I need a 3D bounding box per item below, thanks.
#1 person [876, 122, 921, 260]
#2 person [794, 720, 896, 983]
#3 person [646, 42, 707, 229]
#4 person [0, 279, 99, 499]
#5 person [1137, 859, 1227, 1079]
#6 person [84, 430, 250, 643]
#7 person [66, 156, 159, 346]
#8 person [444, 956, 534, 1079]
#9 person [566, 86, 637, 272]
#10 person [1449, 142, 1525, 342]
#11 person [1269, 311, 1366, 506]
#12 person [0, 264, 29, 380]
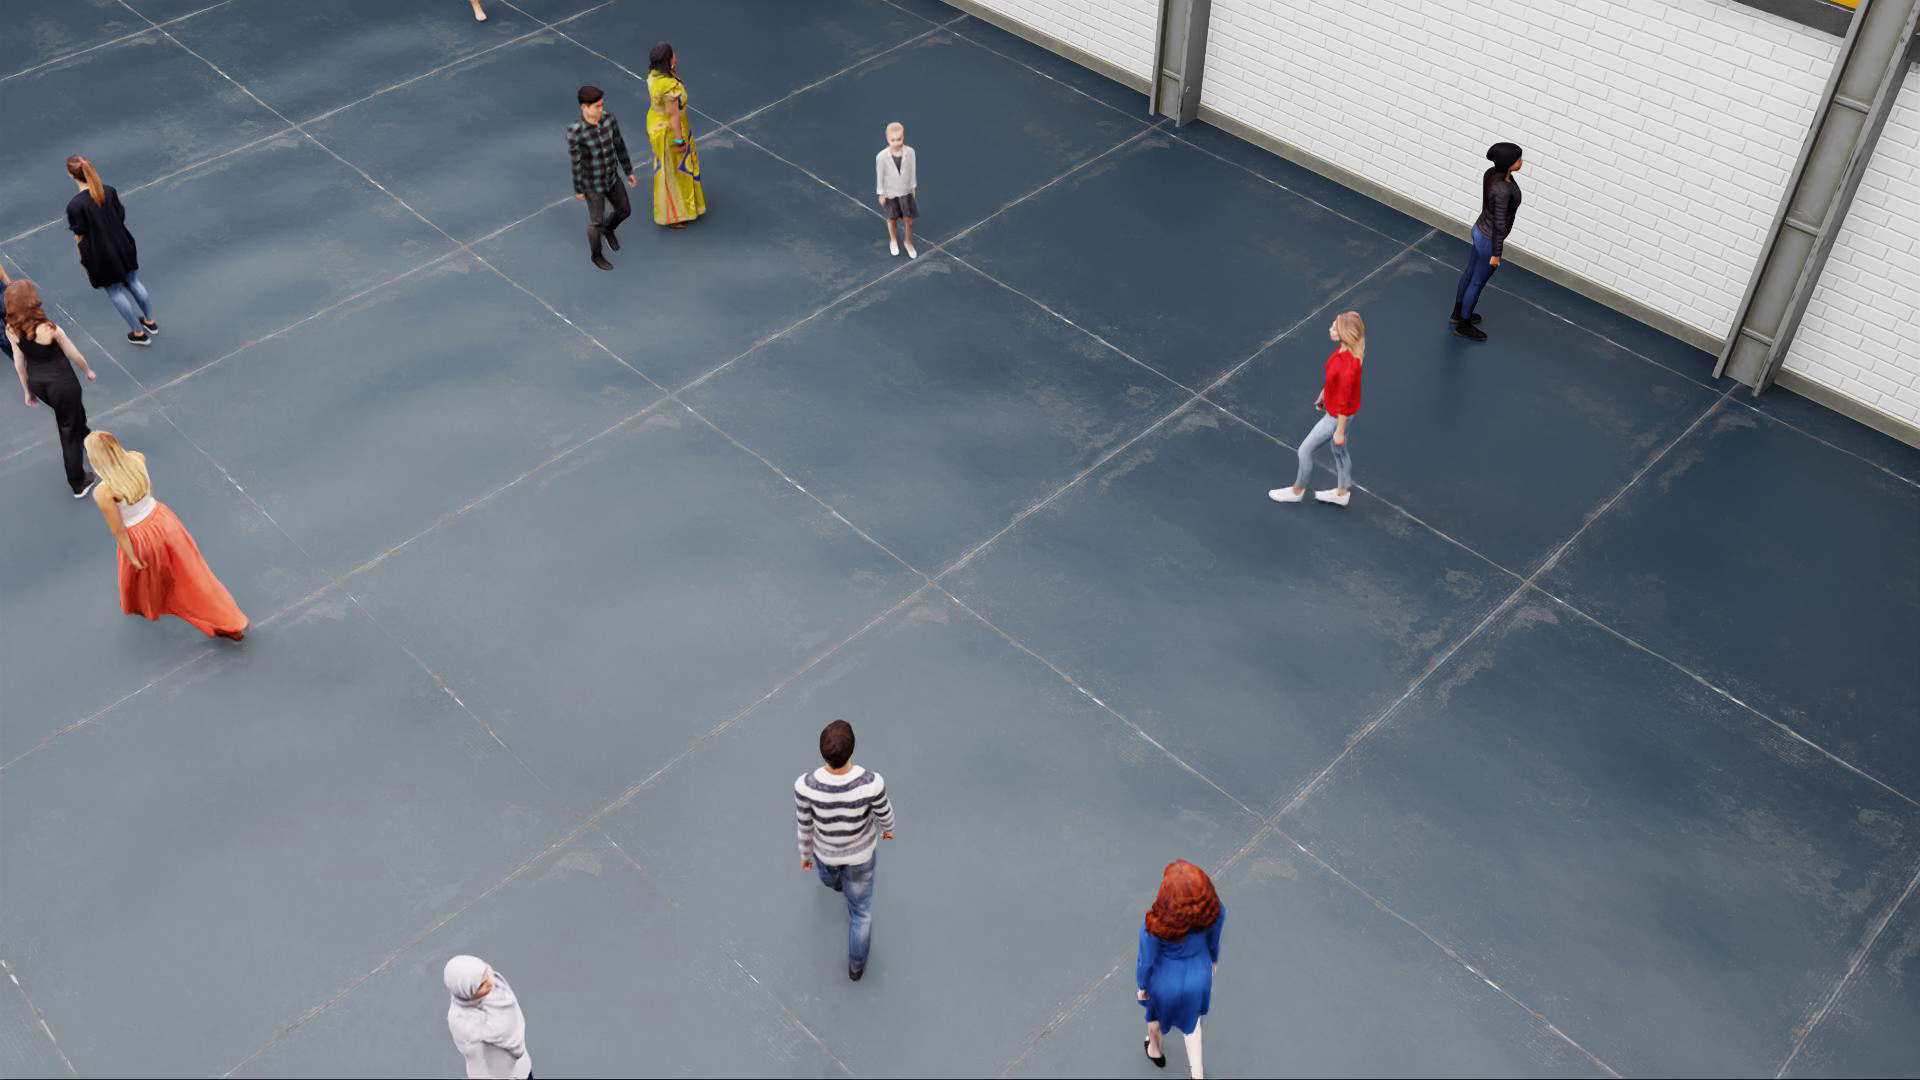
[{"bbox_3d":[-0.558,-3.069,14.452,0.634,1.264,0.690,-6,44,-7],"label":"person"},{"bbox_3d":[-0.630,1.737,9.008,1.105,1.814,1.143,1,44,1],"label":"person"},{"bbox_3d":[-2.593,-3.596,14.738,1.059,1.631,0.880,-5,44,-5],"label":"person"},{"bbox_3d":[-6.558,-1.030,11.987,0.951,1.711,0.992,1,44,1],"label":"person"},{"bbox_3d":[1.124,2.299,8.419,0.878,1.813,0.991,-9,44,-9],"label":"person"},{"bbox_3d":[-5.192,0.018,10.861,1.346,1.746,0.934,17,46,17],"label":"person"},{"bbox_3d":[-6.812,-2.301,13.343,0.669,1.680,0.703,22,48,22],"label":"person"},{"bbox_3d":[-2.354,2.562,8.179,0.992,1.762,0.924,1,44,1],"label":"person"},{"bbox_3d":[-3.105,-3.151,14.286,0.679,1.693,0.696,-30,51,-27],"label":"person"},{"bbox_3d":[4.253,-2.425,13.425,0.761,1.746,0.712,3,44,3],"label":"person"},{"bbox_3d":[2.769,-0.883,11.852,0.958,1.684,0.864,9,44,9],"label":"person"},{"bbox_3d":[-7.718,-1.994,13.122,0.653,1.541,0.855,-29,51,-27],"label":"person"}]
